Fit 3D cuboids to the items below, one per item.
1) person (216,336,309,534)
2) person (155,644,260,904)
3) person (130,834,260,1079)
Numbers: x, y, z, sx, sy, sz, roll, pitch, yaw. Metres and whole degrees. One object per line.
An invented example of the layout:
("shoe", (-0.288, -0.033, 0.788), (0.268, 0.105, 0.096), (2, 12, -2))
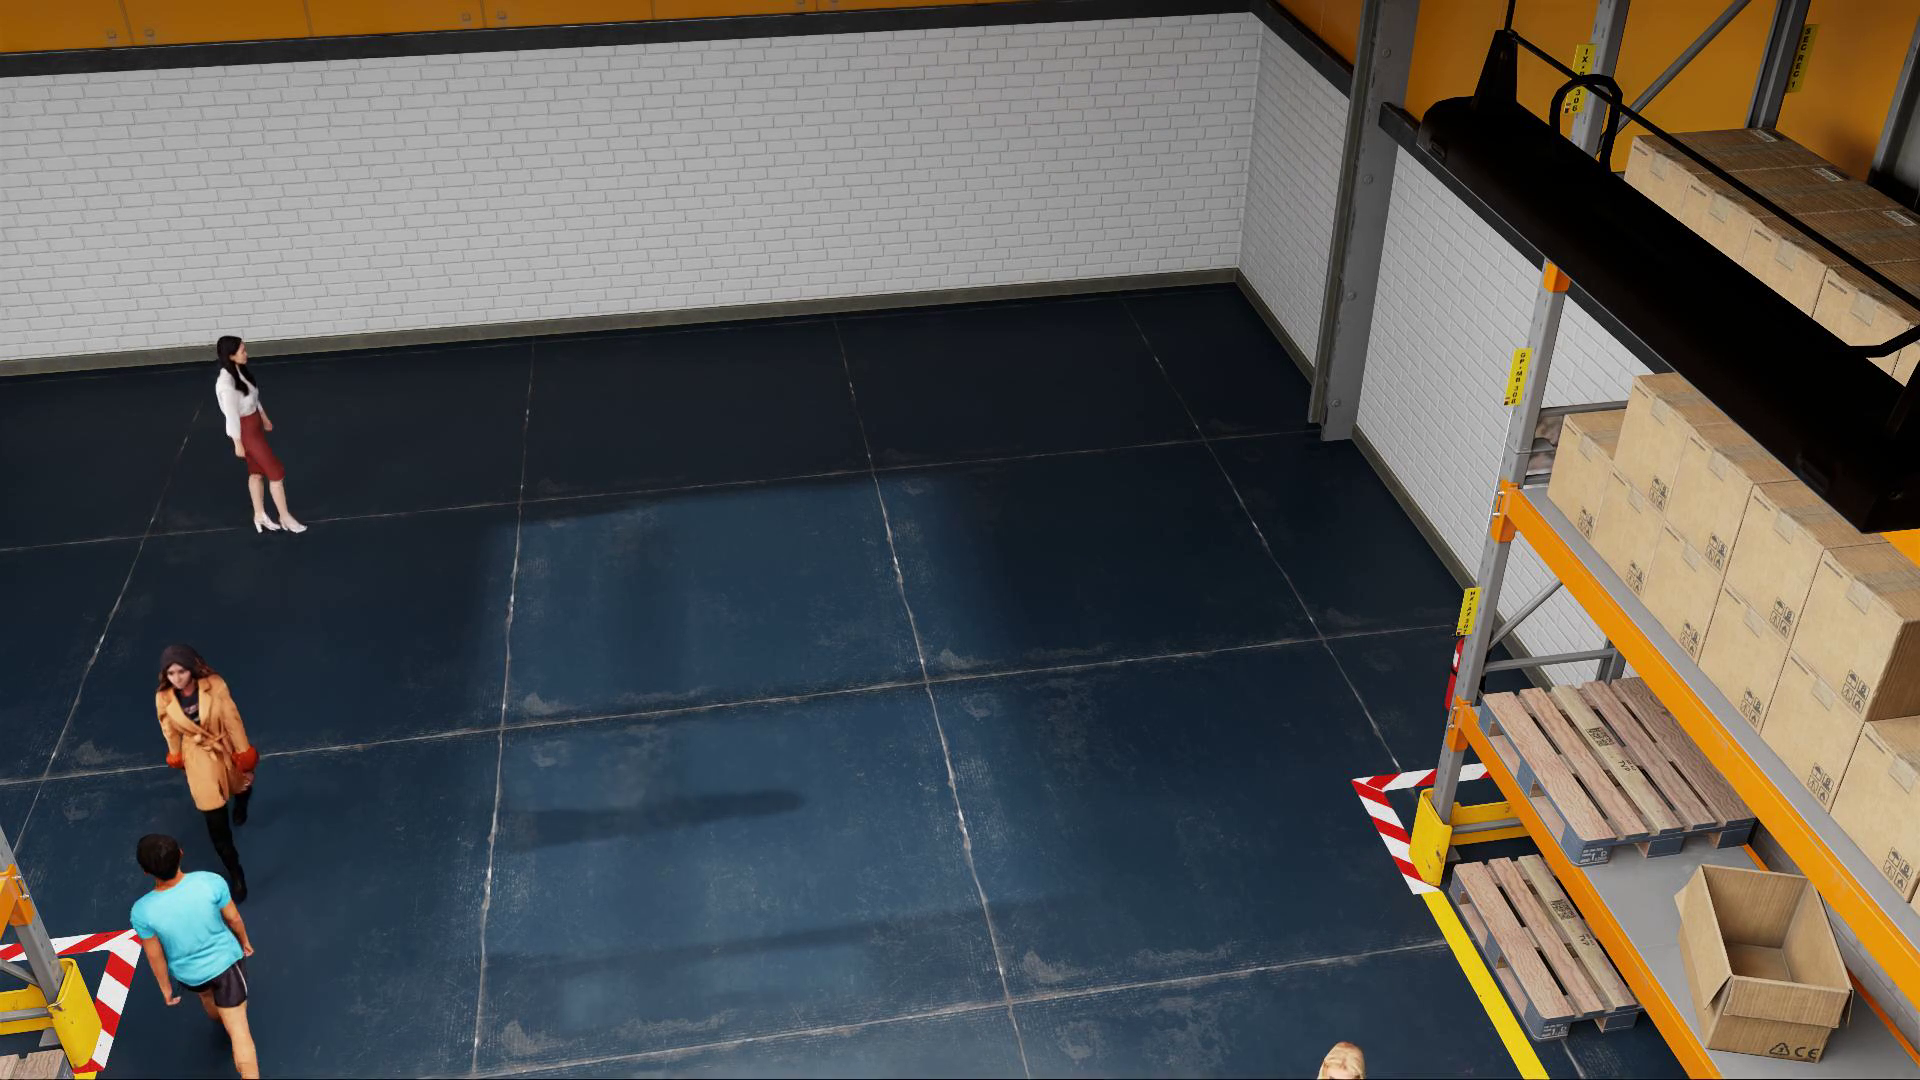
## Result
("person", (-5.702, -0.803, 13.192), (0.673, 1.739, 0.584), (-5, 34, -8))
("person", (-4.504, 1.301, 10.075), (0.825, 1.686, 1.165), (-10, 35, -15))
("person", (-3.854, 2.271, 8.576), (0.876, 1.729, 1.253), (-16, 37, -22))
